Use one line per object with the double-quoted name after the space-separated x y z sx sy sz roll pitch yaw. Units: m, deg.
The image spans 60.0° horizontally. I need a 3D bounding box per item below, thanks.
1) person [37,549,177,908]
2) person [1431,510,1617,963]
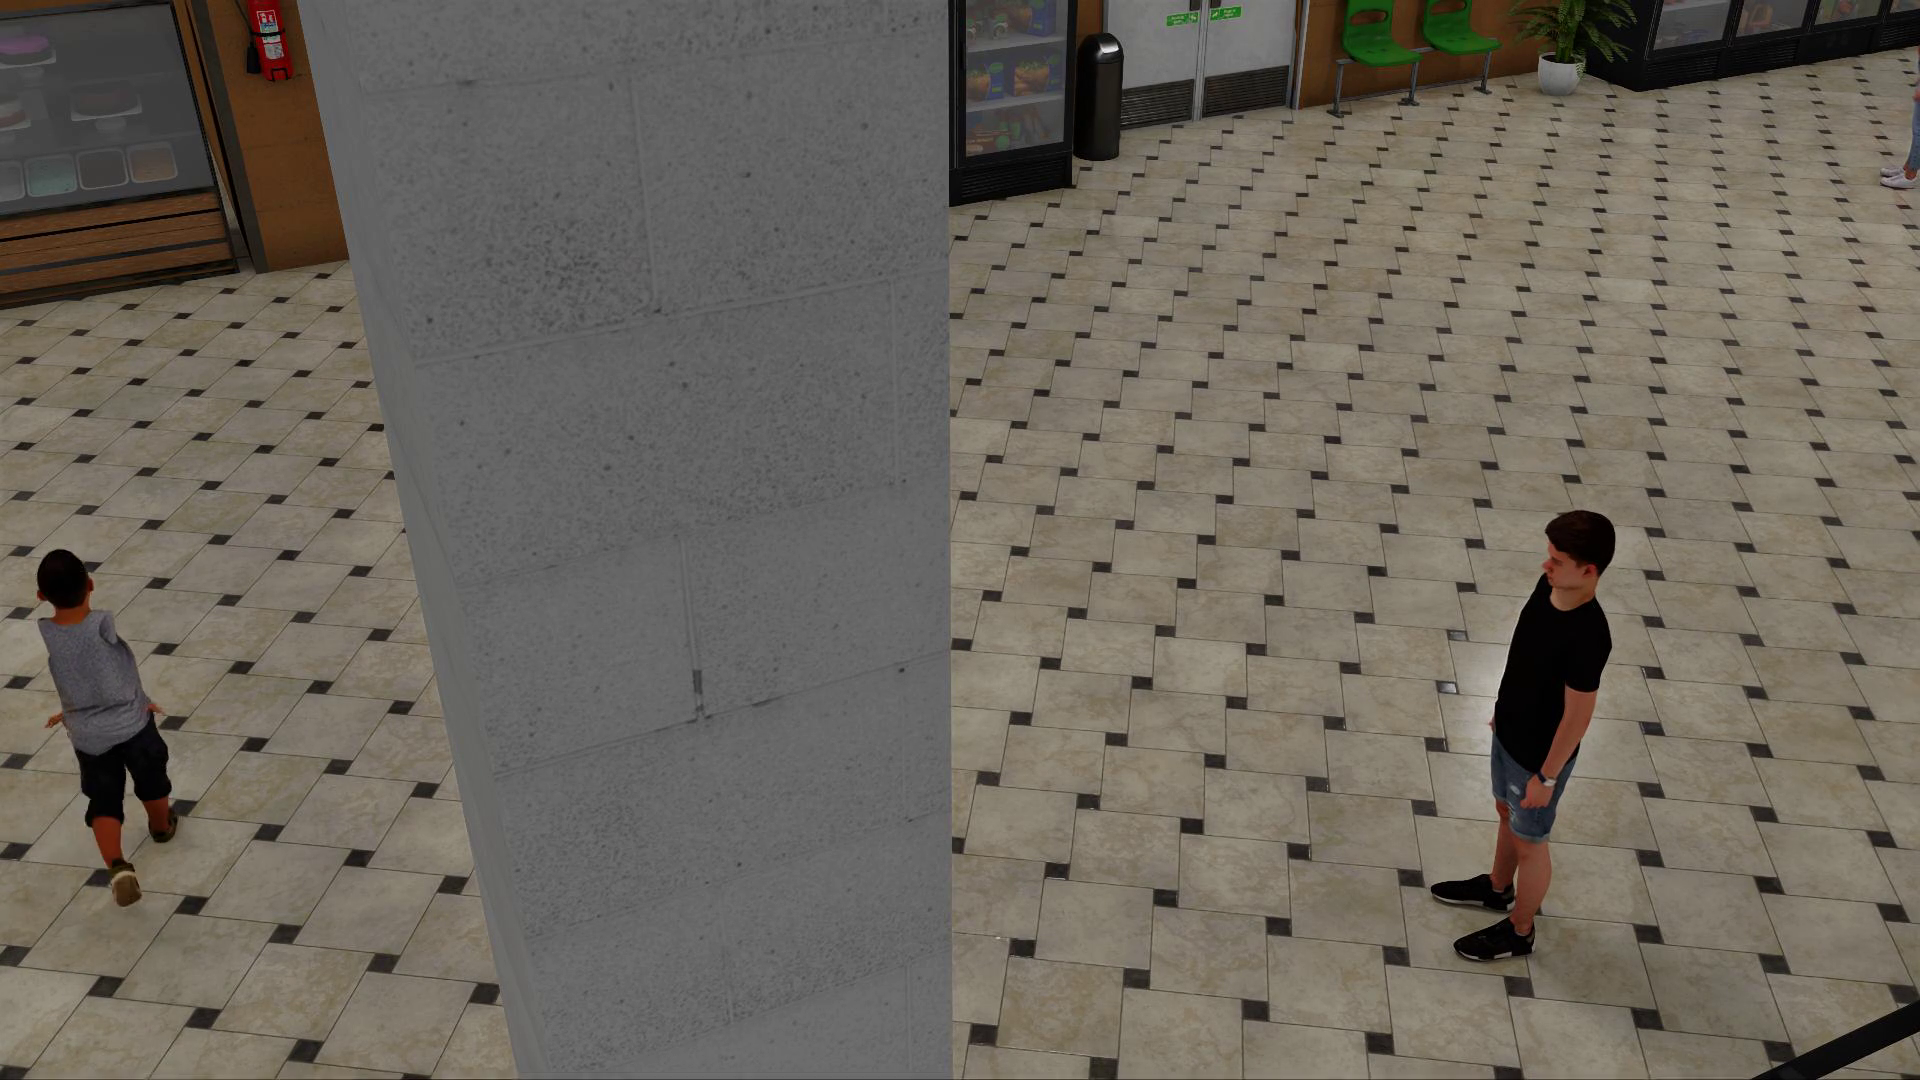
-3.235 0.671 6.274 0.641 1.440 0.958 -9 33 -15 "person"
2.040 0.693 5.852 0.795 1.847 0.645 -1 32 -1 "person"
